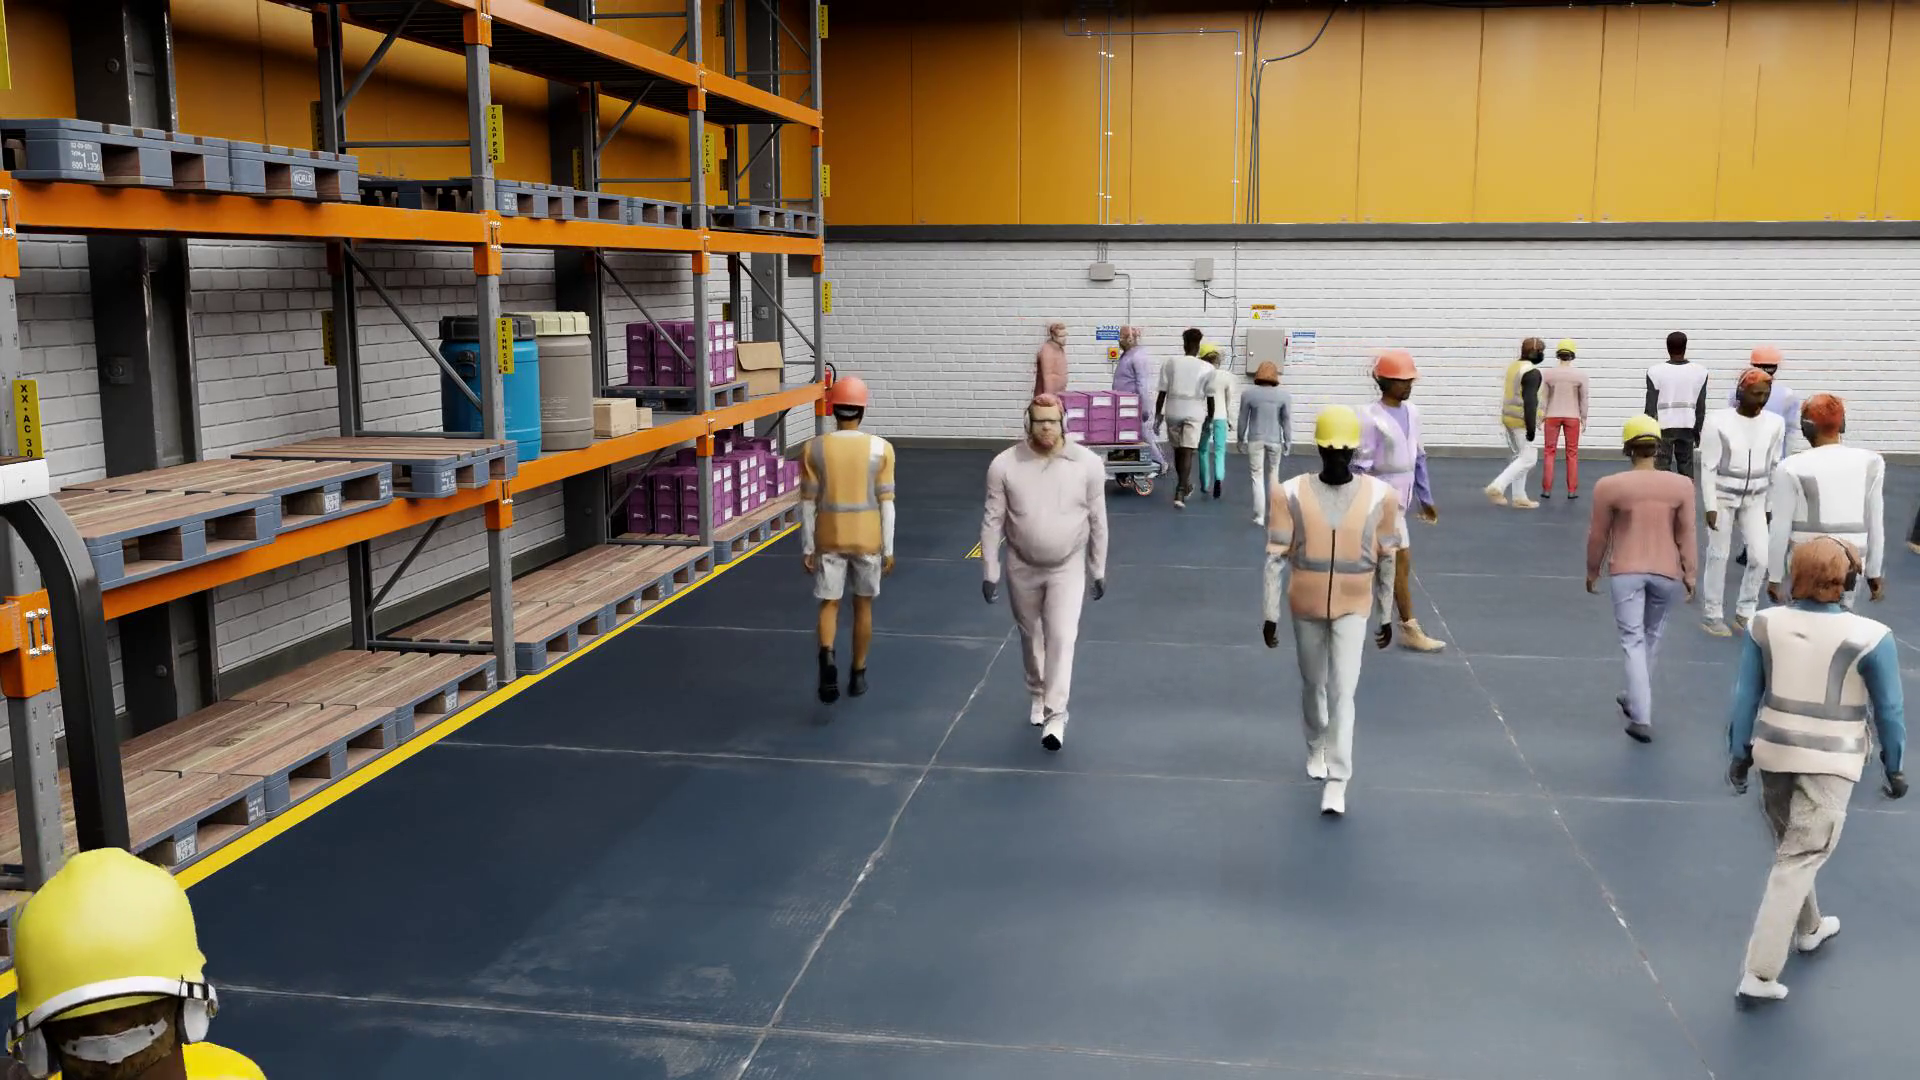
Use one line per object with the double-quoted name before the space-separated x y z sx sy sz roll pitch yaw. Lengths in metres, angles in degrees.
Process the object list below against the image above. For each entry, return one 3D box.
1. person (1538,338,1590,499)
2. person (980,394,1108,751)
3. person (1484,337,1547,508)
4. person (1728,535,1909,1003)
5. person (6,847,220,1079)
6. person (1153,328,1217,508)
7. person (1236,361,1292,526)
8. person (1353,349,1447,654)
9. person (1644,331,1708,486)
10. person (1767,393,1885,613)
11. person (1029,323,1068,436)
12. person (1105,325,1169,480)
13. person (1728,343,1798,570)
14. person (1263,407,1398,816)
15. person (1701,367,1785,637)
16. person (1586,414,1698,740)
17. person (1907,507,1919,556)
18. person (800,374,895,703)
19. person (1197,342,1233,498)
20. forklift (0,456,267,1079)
"person" 6.642 -1.335 18.327 0.533 1.767 0.325 4 10 21
"person" 0.441 0.155 8.852 0.669 1.853 1.011 1 9 8
"person" 5.846 -1.214 17.417 0.553 1.824 0.665 0 9 0
"person" 2.969 0.782 5.800 0.853 1.592 0.518 -6 11 -33
"person" -1.033 1.275 2.213 0.644 1.783 0.804 -3 10 -18
"person" 2.416 -1.313 17.807 0.630 1.901 1.067 4 10 21
"person" 3.013 -0.969 16.564 0.513 1.601 0.734 0 9 0
"person" 2.839 -0.287 11.167 0.625 2.006 1.019 -9 13 -43
"person" 6.967 -1.072 16.245 0.590 1.917 0.394 0 9 2
"person" 4.567 0.157 8.803 0.599 1.868 0.422 0 9 0
"person" 1.213 -1.795 20.914 0.935 1.847 0.695 4 10 23
"person" 2.073 -1.636 19.920 0.988 1.867 0.637 -1 9 -6
"person" 6.638 -0.670 13.799 0.553 1.912 0.821 1 9 6
"person" 1.751 0.300 7.904 0.609 1.873 0.986 2 10 14
"person" 5.290 -0.240 11.291 0.582 1.861 0.573 0 9 2
"person" 3.691 0.177 9.097 0.536 1.722 0.825 1 9 4
"person" 8.537 -0.680 14.226 0.516 1.790 0.999 -2 9 -9
"person" -0.650 0.010 9.588 0.549 1.915 0.719 0 9 1
"person" 2.788 -1.339 18.500 0.514 1.719 0.822 1 9 5
"forklift" -2.328 0.975 2.765 2.313 2.155 1.214 1 9 9
